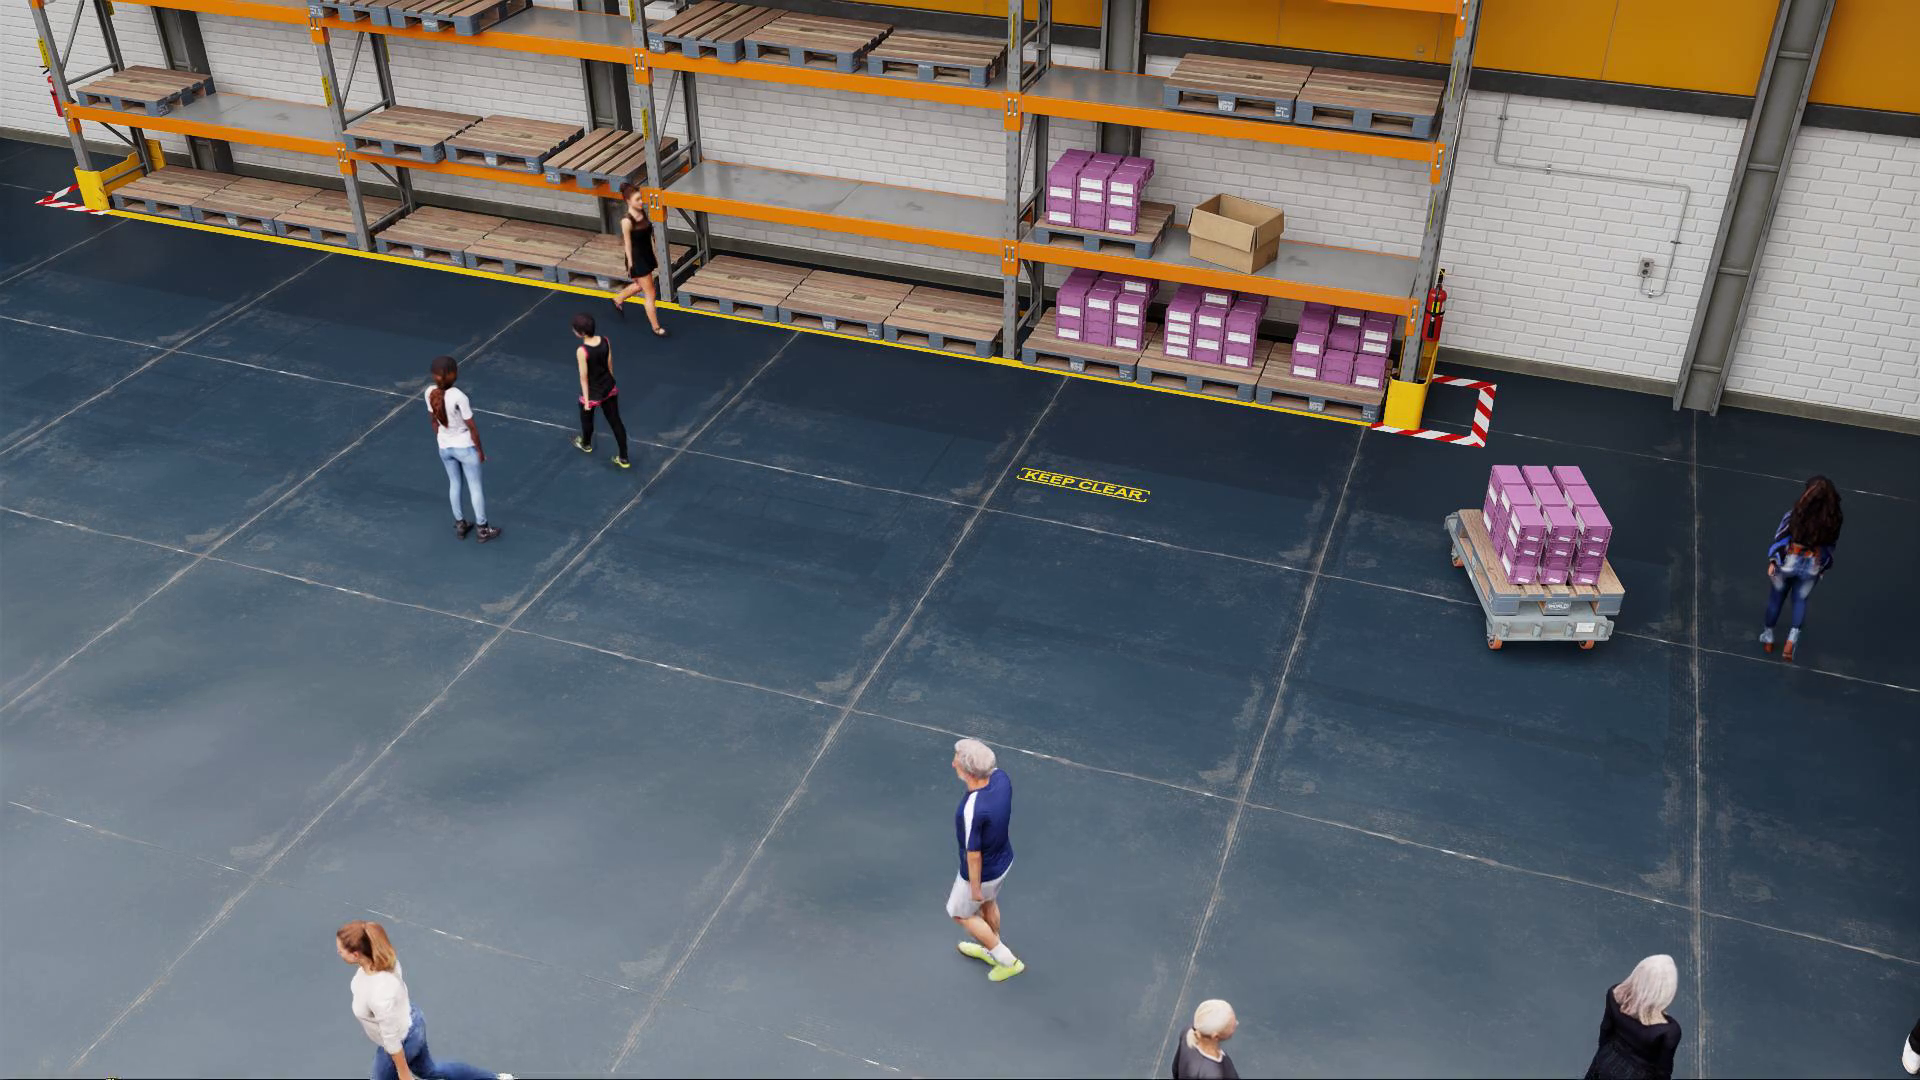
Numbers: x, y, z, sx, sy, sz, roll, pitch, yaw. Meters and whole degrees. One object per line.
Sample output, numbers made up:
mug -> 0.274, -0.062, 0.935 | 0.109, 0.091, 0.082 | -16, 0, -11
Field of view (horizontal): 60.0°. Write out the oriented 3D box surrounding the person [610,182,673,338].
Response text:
person -> -3.398, -2.936, 17.361 | 0.987, 1.654, 0.580 | 12, 36, 18

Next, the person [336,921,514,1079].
person -> -2.899, 2.650, 8.923 | 1.206, 1.691, 1.058 | -10, 35, -15

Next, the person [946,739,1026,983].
person -> 0.219, 1.942, 9.874 | 0.779, 1.818, 0.701 | 16, 37, 23

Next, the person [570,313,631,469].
person -> -3.223, -1.317, 15.055 | 1.038, 1.510, 0.819 | 26, 42, 33

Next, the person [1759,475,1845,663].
person -> 6.368, 0.252, 12.607 | 0.748, 1.607, 0.705 | 8, 35, 12

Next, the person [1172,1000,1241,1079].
person -> 1.214, 2.944, 8.450 | 0.711, 1.726, 0.690 | -9, 35, -13

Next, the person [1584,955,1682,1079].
person -> 3.398, 2.834, 8.605 | 0.892, 1.736, 0.848 | -20, 38, -27

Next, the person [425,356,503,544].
person -> -4.232, -0.768, 14.041 | 0.452, 1.719, 0.639 | 12, 35, 17
